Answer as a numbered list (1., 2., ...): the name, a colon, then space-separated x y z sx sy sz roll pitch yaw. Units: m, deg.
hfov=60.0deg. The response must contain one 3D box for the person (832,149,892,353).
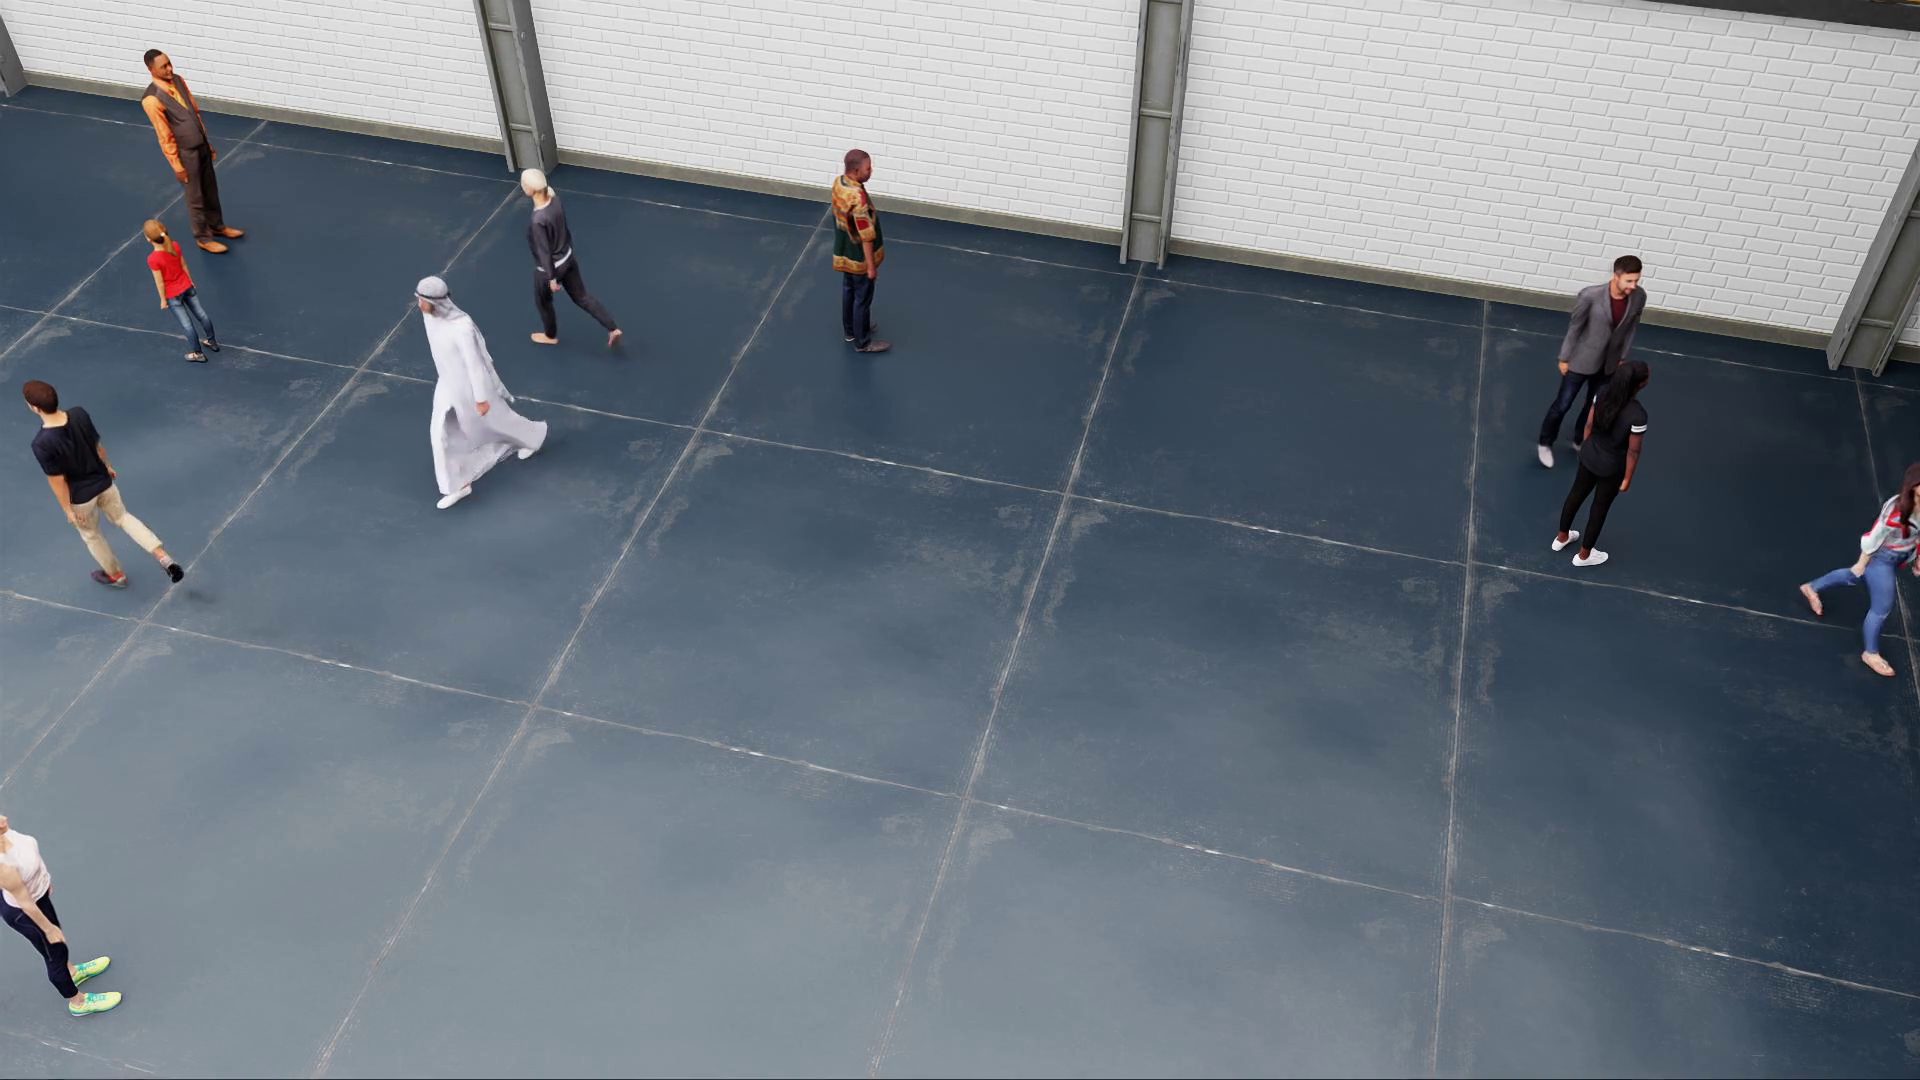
1. person: -0.841 -2.339 13.471 0.863 1.806 0.822 -16 46 -16

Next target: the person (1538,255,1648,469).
1. person: 4.695 -1.347 12.384 0.662 1.870 0.823 -4 44 -4

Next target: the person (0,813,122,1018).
1. person: -5.037 1.982 9.010 0.741 1.702 0.670 -24 49 -23

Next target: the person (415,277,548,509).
1. person: -3.536 -1.174 12.193 1.304 1.883 1.087 28 50 26

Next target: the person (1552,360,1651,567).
1. person: 4.513 -0.551 11.640 0.765 1.742 0.707 -21 47 -21

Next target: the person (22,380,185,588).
1. person: -5.866 -0.329 11.336 1.029 1.841 0.752 17 46 17

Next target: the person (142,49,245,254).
1. person: -6.764 -3.409 14.520 0.615 1.909 0.693 7 44 8

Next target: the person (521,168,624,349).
1. person: -3.187 -2.221 13.428 1.077 1.694 0.654 14 45 14

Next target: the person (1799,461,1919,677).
1. person: 6.112 0.070 11.110 1.073 1.575 1.124 -21 47 -20

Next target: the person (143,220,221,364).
1. person: -6.339 -2.027 13.503 0.549 1.311 0.530 20 47 20
